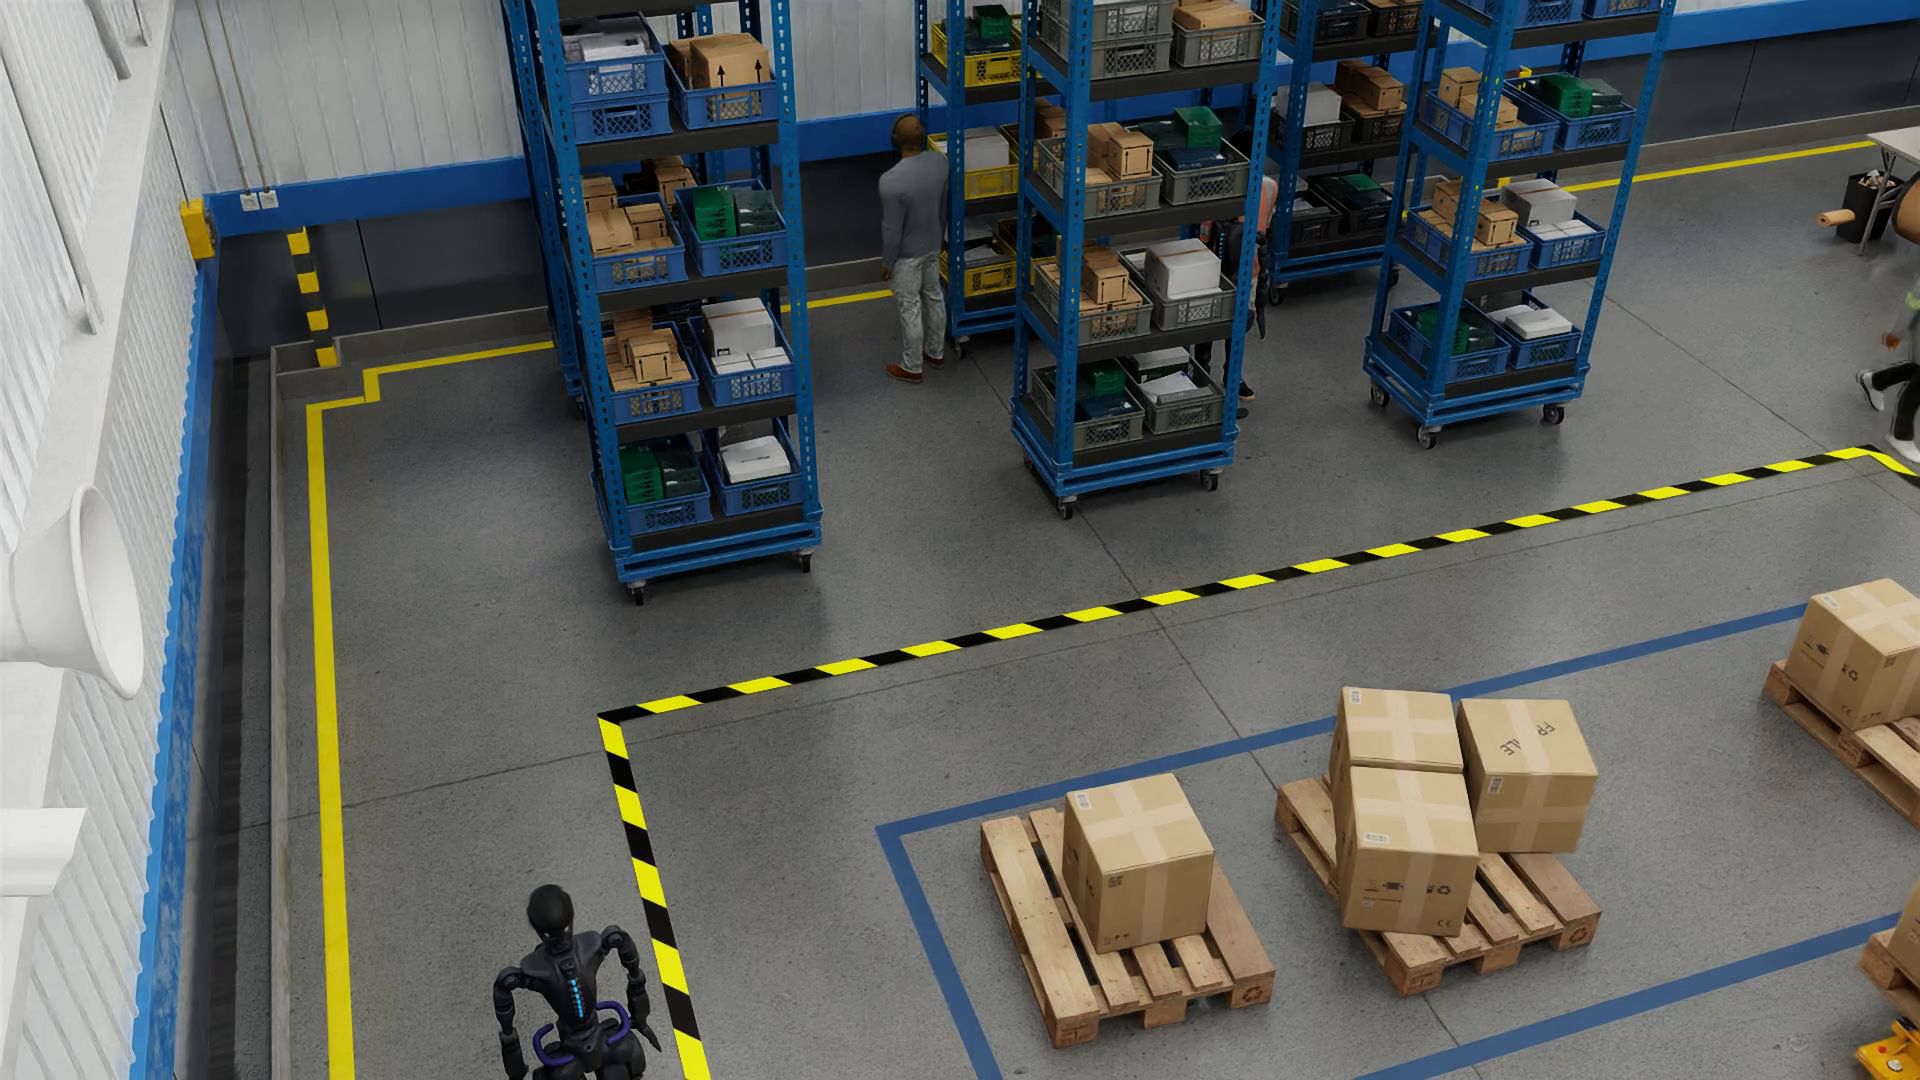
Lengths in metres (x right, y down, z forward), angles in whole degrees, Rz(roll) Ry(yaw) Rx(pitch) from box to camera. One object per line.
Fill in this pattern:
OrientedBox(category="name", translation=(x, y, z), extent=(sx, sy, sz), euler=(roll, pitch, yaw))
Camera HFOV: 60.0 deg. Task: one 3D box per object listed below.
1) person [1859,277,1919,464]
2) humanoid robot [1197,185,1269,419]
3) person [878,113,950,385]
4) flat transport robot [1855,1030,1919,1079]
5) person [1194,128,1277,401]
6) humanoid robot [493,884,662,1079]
OrientedBox(category="person", translation=(6.280, -1.421, 10.729), extent=(0.603, 1.817, 0.755), euler=(-12, 37, -16))
OrientedBox(category="humanoid robot", translation=(1.767, -1.587, 11.071), extent=(0.599, 1.657, 0.315), euler=(26, 43, 32))
OrientedBox(category="person", translation=(-0.321, -1.990, 11.431), extent=(0.373, 1.936, 0.627), euler=(27, 43, 32))
OrientedBox(category="flat transport robot", translation=(4.580, 2.169, 6.956), extent=(1.431, 0.197, 0.652), euler=(-11, 37, -15))
OrientedBox(category="person", translation=(1.830, -1.805, 11.143), extent=(0.607, 1.965, 0.365), euler=(-17, 39, -22))
OrientedBox(category="humanoid robot", translation=(-1.397, 1.898, 6.132), extent=(0.599, 1.655, 0.315), euler=(-18, 39, -24))
